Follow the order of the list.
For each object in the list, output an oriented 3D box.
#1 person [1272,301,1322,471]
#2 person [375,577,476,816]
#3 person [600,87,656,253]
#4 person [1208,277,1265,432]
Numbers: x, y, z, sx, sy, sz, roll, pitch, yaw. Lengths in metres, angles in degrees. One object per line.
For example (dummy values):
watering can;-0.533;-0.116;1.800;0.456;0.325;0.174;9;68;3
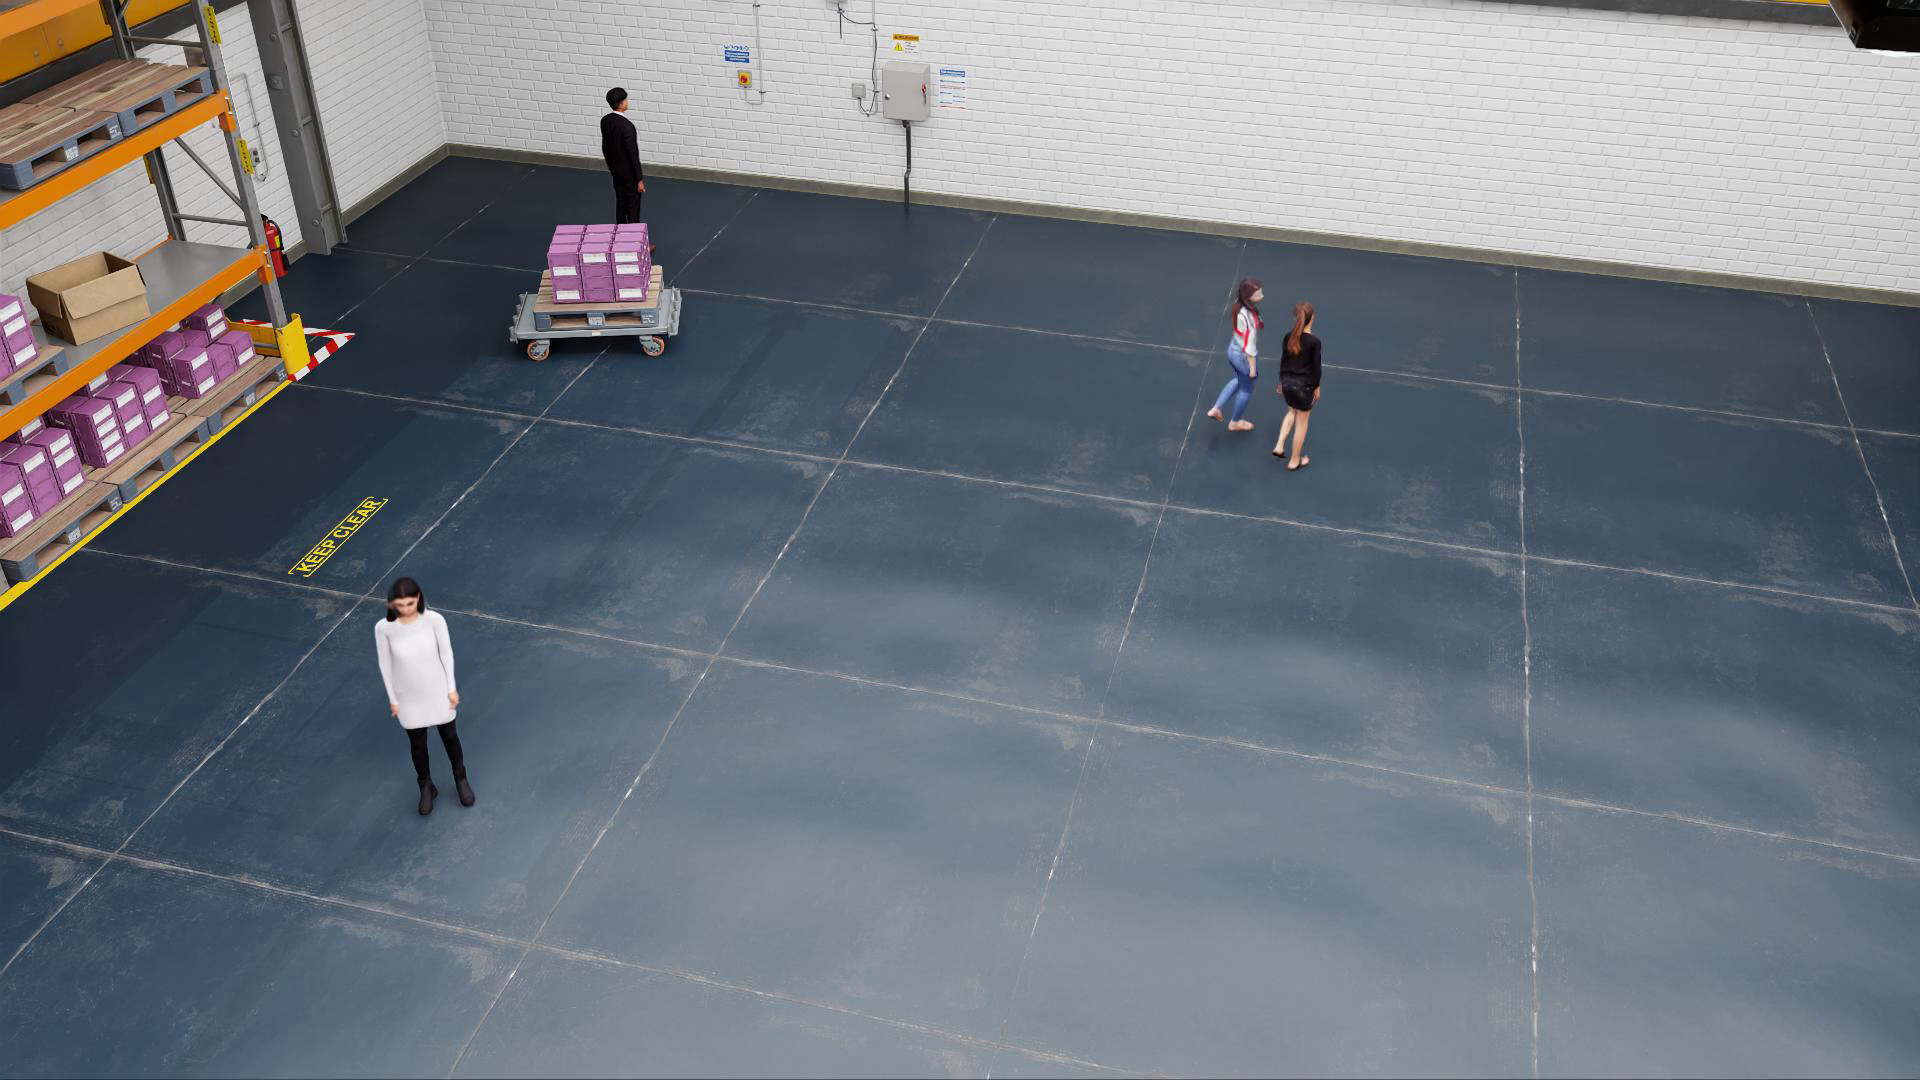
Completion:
person;2.923;-1.316;14.556;0.736;1.532;0.667;-23;40;-30
person;-3.484;0.990;10.835;0.690;1.810;0.704;-9;35;-14
person;-3.713;-4.079;18.395;0.776;1.883;0.738;27;42;35
person;2.522;-1.636;14.990;0.823;1.584;0.768;-15;36;-21
